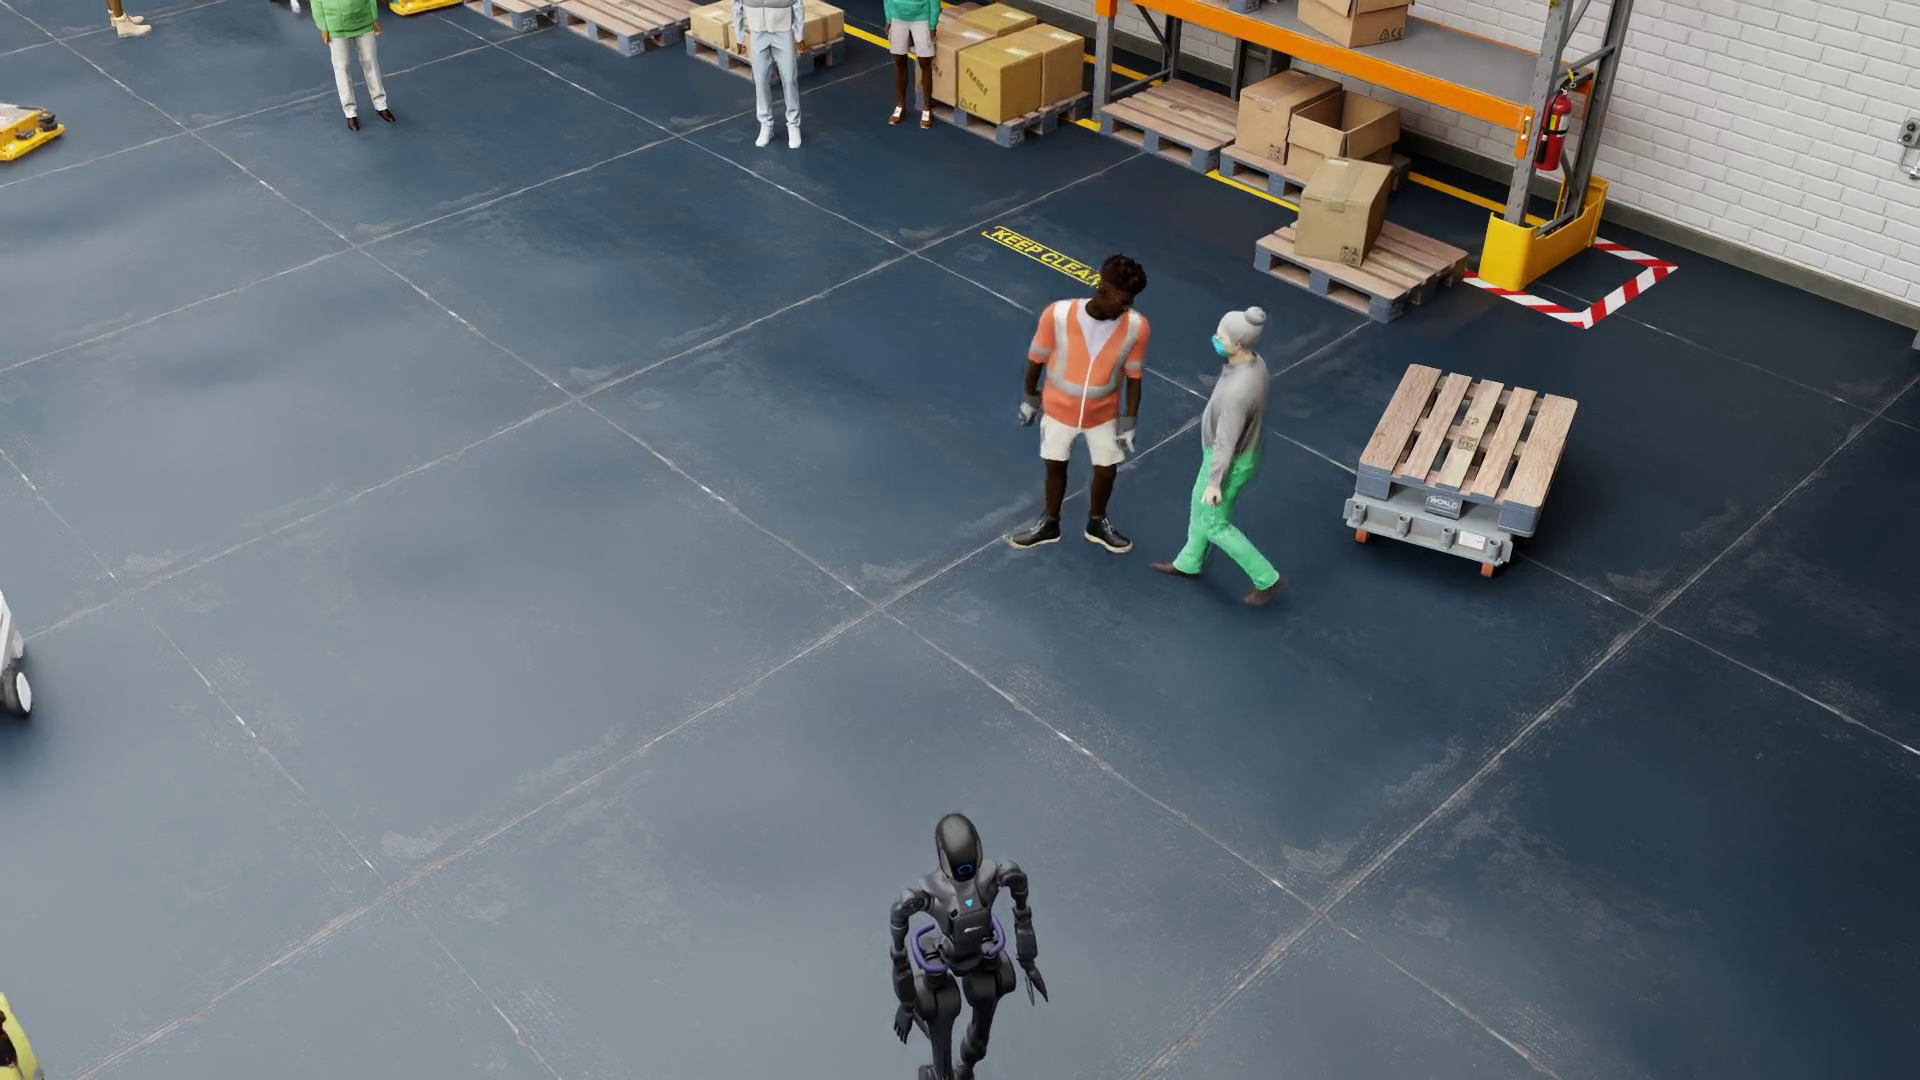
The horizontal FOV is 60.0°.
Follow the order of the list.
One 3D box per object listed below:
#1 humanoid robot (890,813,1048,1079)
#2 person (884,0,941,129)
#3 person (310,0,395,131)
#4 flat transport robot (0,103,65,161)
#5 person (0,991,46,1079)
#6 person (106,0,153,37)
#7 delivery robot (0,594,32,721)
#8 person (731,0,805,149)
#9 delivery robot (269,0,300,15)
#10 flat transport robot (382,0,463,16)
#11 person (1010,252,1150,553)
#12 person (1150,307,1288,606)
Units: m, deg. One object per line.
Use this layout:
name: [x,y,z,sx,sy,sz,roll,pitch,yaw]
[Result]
humanoid robot: [0.028,1.620,6.225,0.599,1.648,0.363,-13,39,-16]
person: [-0.399,-4.429,14.093,0.496,1.843,0.404,10,38,13]
person: [-5.185,-4.391,14.091,0.538,1.784,0.380,-22,42,-27]
flat transport robot: [-8.473,-3.515,14.187,1.431,0.231,0.659,10,38,13]
person: [-3.107,2.046,5.618,0.915,1.720,0.499,0,37,-1]
person: [-8.163,-5.828,15.780,0.370,2.042,0.613,-21,42,-25]
delivery robot: [-5.063,0.610,8.495,0.499,0.602,0.795,-12,39,-15]
person: [-1.572,-4.188,13.723,0.596,1.907,0.410,1,37,1]
delivery robot: [-6.740,-5.676,16.822,0.499,0.608,0.784,-24,43,-29]
flat transport robot: [-5.727,-5.736,17.127,0.659,0.231,1.431,-25,44,-29]
person: [0.626,-0.715,9.115,0.746,1.929,0.369,2,37,3]
person: [1.448,-0.442,8.834,0.727,1.819,0.527,11,38,14]
